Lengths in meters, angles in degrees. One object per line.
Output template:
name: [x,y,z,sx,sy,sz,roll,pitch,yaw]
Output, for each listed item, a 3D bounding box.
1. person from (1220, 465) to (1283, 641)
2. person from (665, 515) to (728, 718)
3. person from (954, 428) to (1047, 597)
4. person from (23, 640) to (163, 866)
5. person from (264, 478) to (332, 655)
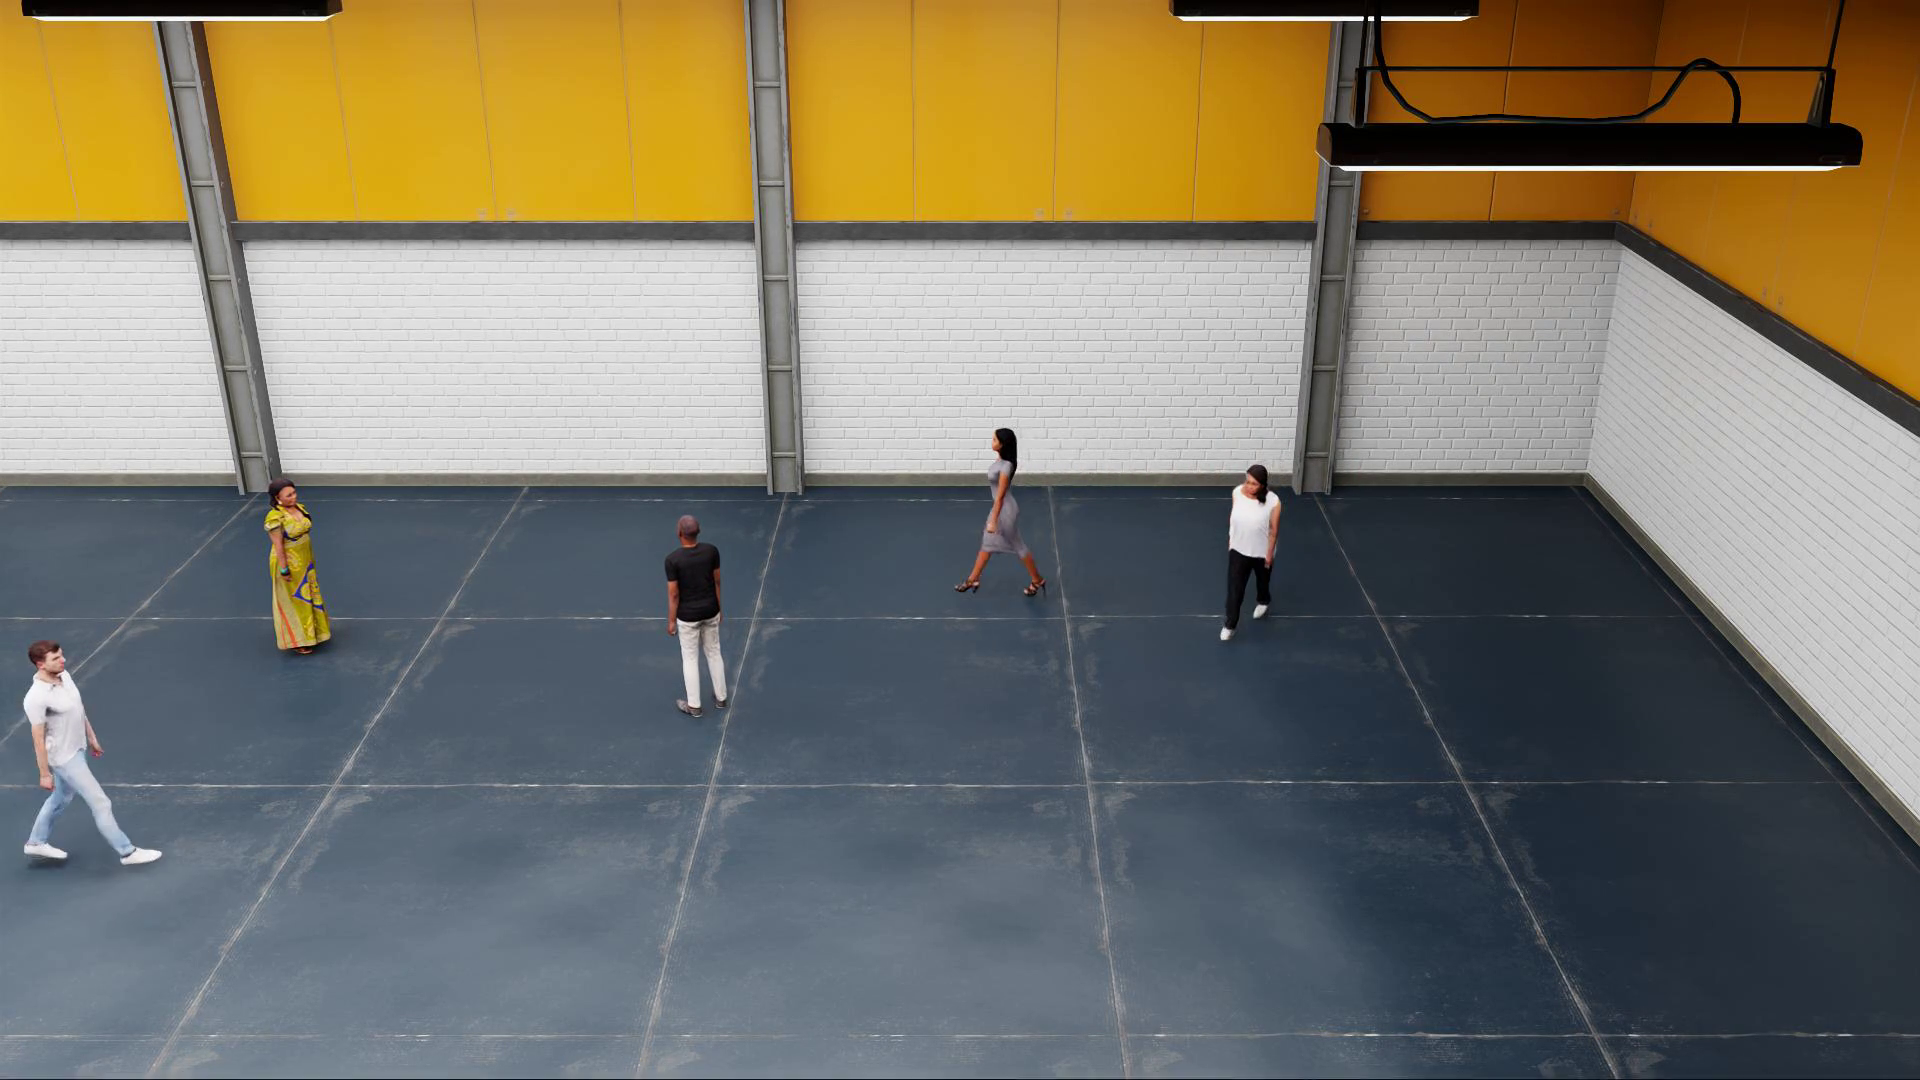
person: [2.757,0.066,15.493,1.194,1.641,1.102,13,27,28]
person: [-2.212,0.632,13.992,0.728,1.805,0.824,-14,27,-30]
person: [0.519,-0.204,16.001,1.108,1.728,0.617,-1,24,-2]
person: [-6.459,1.561,11.866,1.239,1.807,0.757,-2,24,-5]
person: [-6.067,0.209,15.150,0.799,1.654,0.877,3,24,6]
